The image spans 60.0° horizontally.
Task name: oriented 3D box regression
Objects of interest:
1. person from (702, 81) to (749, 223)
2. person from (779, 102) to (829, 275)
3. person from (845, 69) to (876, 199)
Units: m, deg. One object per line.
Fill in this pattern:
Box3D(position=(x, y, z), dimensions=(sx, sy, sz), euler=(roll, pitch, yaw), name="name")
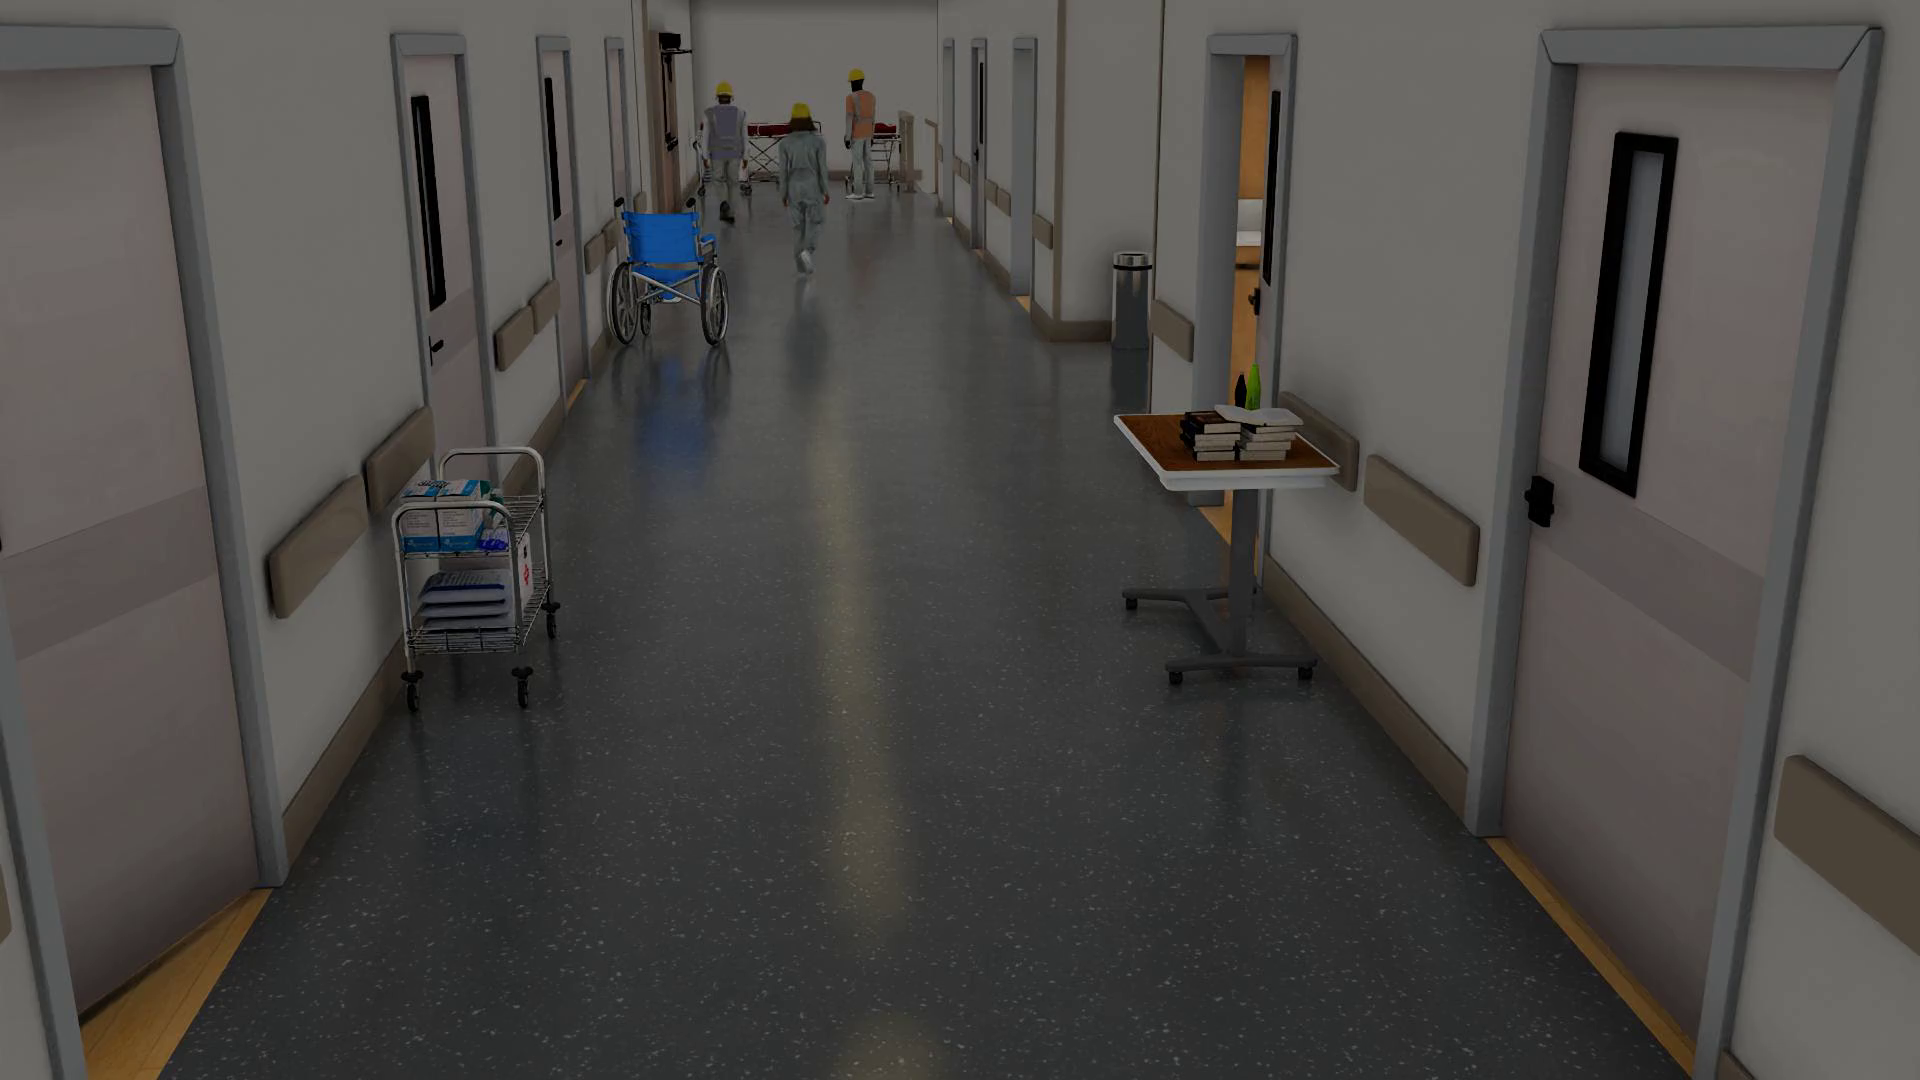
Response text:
Box3D(position=(-3.029, -5.011, 21.582), dimensions=(0.610, 1.813, 0.472), euler=(-5, 17, -15), name="person")
Box3D(position=(-1.581, -3.505, 16.696), dimensions=(0.498, 1.725, 0.541), euler=(3, 17, 8), name="person")
Box3D(position=(-1.520, -6.119, 25.113), dimensions=(0.397, 1.920, 0.586), euler=(14, 21, 38), name="person")
